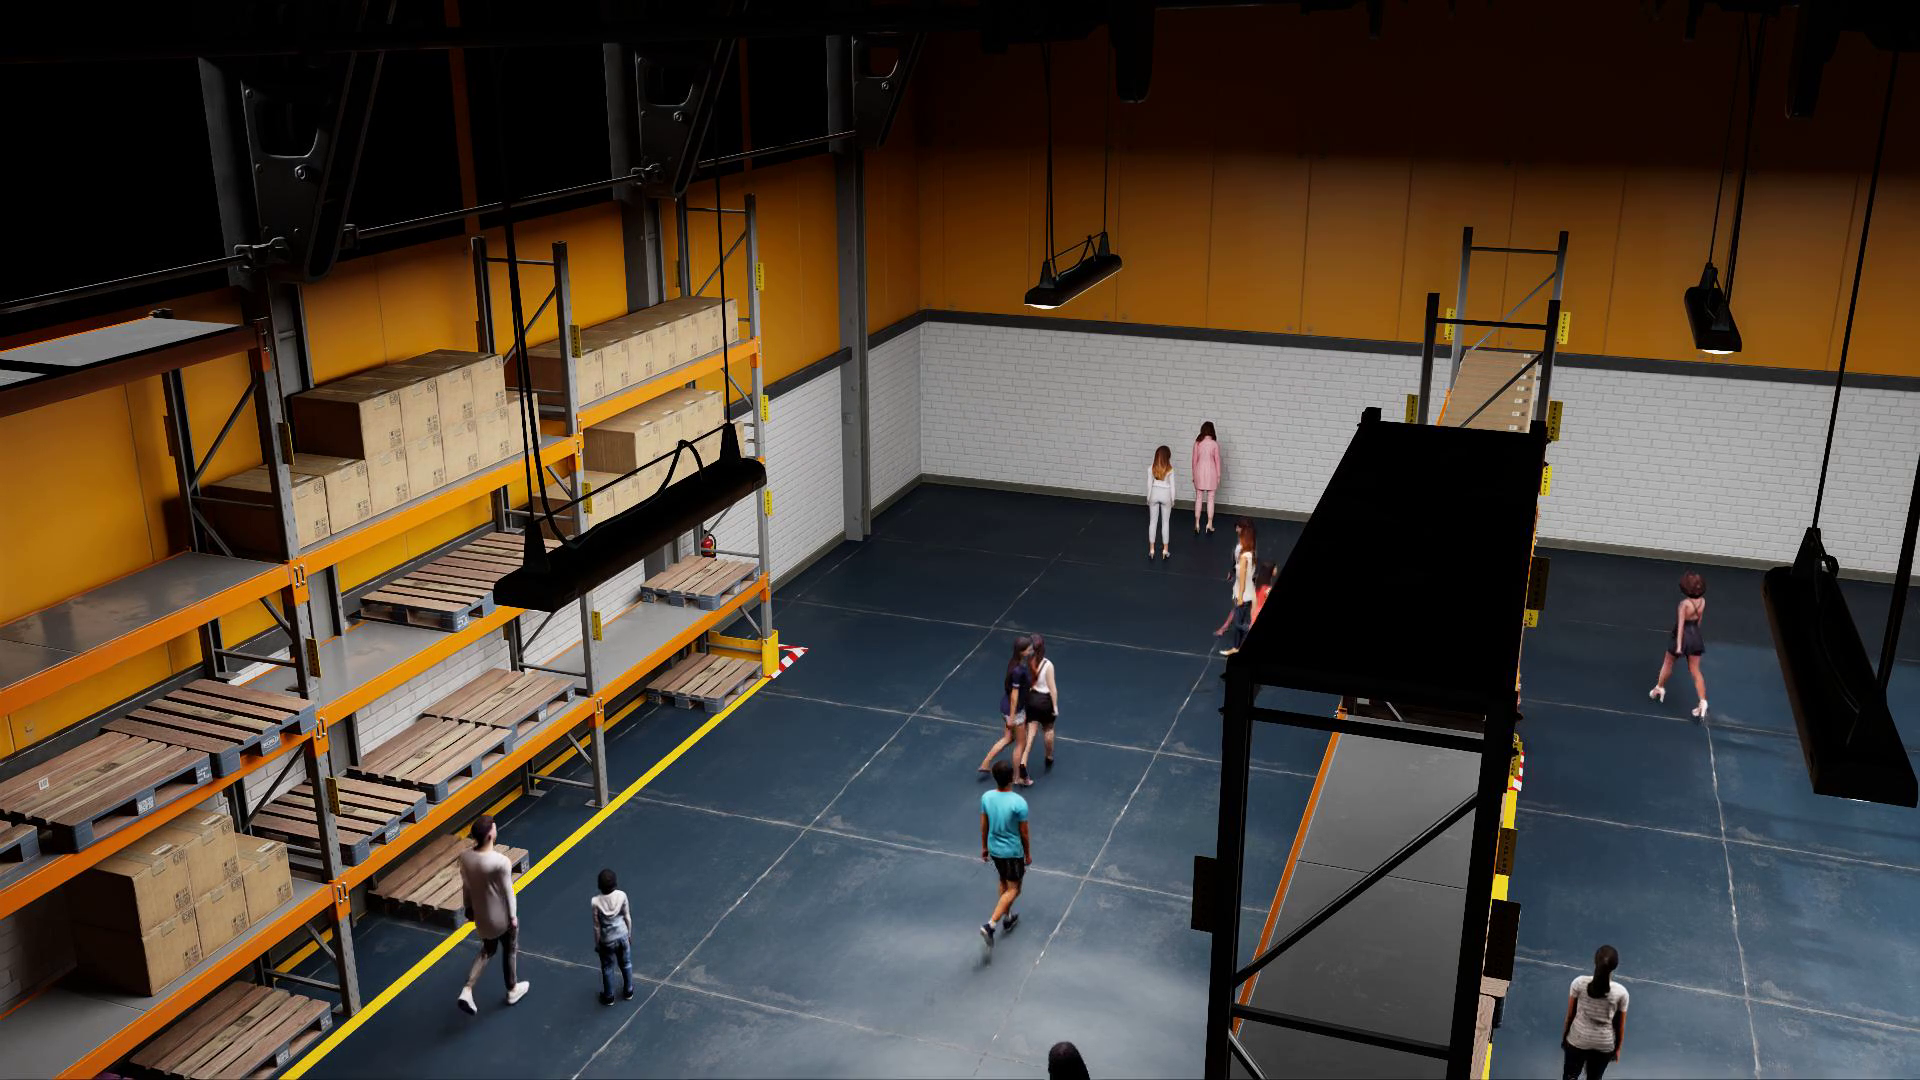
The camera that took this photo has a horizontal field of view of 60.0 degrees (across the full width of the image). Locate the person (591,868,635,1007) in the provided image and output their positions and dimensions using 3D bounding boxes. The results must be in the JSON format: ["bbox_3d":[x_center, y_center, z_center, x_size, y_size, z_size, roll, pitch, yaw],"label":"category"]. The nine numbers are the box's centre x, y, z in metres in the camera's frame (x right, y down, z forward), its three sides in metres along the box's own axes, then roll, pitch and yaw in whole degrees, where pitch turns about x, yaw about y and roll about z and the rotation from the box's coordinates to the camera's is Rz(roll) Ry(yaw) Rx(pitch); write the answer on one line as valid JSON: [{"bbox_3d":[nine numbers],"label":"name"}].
[{"bbox_3d":[-2.972,3.378,14.203,0.565,1.260,0.624,-8,20,-23],"label":"person"}]

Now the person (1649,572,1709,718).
[{"bbox_3d":[8.677,1.275,19.690,1.005,1.744,1.149,-6,20,-18],"label":"person"}]

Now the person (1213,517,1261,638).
[{"bbox_3d":[3.868,0.511,22.083,1.093,1.665,1.076,-7,20,-21],"label":"person"}]

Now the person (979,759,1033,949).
[{"bbox_3d":[0.373,2.854,14.989,0.793,1.751,1.073,12,22,31],"label":"person"}]

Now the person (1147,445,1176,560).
[{"bbox_3d":[3.034,-0.579,25.157,0.599,1.768,0.554,5,19,13],"label":"person"}]

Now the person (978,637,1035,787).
[{"bbox_3d":[0.525,1.851,17.989,0.821,1.738,0.863,-1,19,-3],"label":"person"}]

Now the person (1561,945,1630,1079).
[{"bbox_3d":[4.703,3.787,12.407,0.579,1.633,0.813,7,20,21],"label":"person"}]

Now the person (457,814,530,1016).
[{"bbox_3d":[-3.962,3.163,13.960,0.693,1.823,0.979,8,20,22],"label":"person"}]

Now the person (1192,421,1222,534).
[{"bbox_3d":[3.890,-0.998,26.347,0.611,1.803,0.515,6,20,17],"label":"person"}]

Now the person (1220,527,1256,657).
[{"bbox_3d":[3.730,0.712,21.322,0.677,1.770,0.835,7,20,21],"label":"person"}]

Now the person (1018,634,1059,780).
[{"bbox_3d":[0.814,1.855,18.168,0.686,1.615,0.998,9,21,25],"label":"person"}]
